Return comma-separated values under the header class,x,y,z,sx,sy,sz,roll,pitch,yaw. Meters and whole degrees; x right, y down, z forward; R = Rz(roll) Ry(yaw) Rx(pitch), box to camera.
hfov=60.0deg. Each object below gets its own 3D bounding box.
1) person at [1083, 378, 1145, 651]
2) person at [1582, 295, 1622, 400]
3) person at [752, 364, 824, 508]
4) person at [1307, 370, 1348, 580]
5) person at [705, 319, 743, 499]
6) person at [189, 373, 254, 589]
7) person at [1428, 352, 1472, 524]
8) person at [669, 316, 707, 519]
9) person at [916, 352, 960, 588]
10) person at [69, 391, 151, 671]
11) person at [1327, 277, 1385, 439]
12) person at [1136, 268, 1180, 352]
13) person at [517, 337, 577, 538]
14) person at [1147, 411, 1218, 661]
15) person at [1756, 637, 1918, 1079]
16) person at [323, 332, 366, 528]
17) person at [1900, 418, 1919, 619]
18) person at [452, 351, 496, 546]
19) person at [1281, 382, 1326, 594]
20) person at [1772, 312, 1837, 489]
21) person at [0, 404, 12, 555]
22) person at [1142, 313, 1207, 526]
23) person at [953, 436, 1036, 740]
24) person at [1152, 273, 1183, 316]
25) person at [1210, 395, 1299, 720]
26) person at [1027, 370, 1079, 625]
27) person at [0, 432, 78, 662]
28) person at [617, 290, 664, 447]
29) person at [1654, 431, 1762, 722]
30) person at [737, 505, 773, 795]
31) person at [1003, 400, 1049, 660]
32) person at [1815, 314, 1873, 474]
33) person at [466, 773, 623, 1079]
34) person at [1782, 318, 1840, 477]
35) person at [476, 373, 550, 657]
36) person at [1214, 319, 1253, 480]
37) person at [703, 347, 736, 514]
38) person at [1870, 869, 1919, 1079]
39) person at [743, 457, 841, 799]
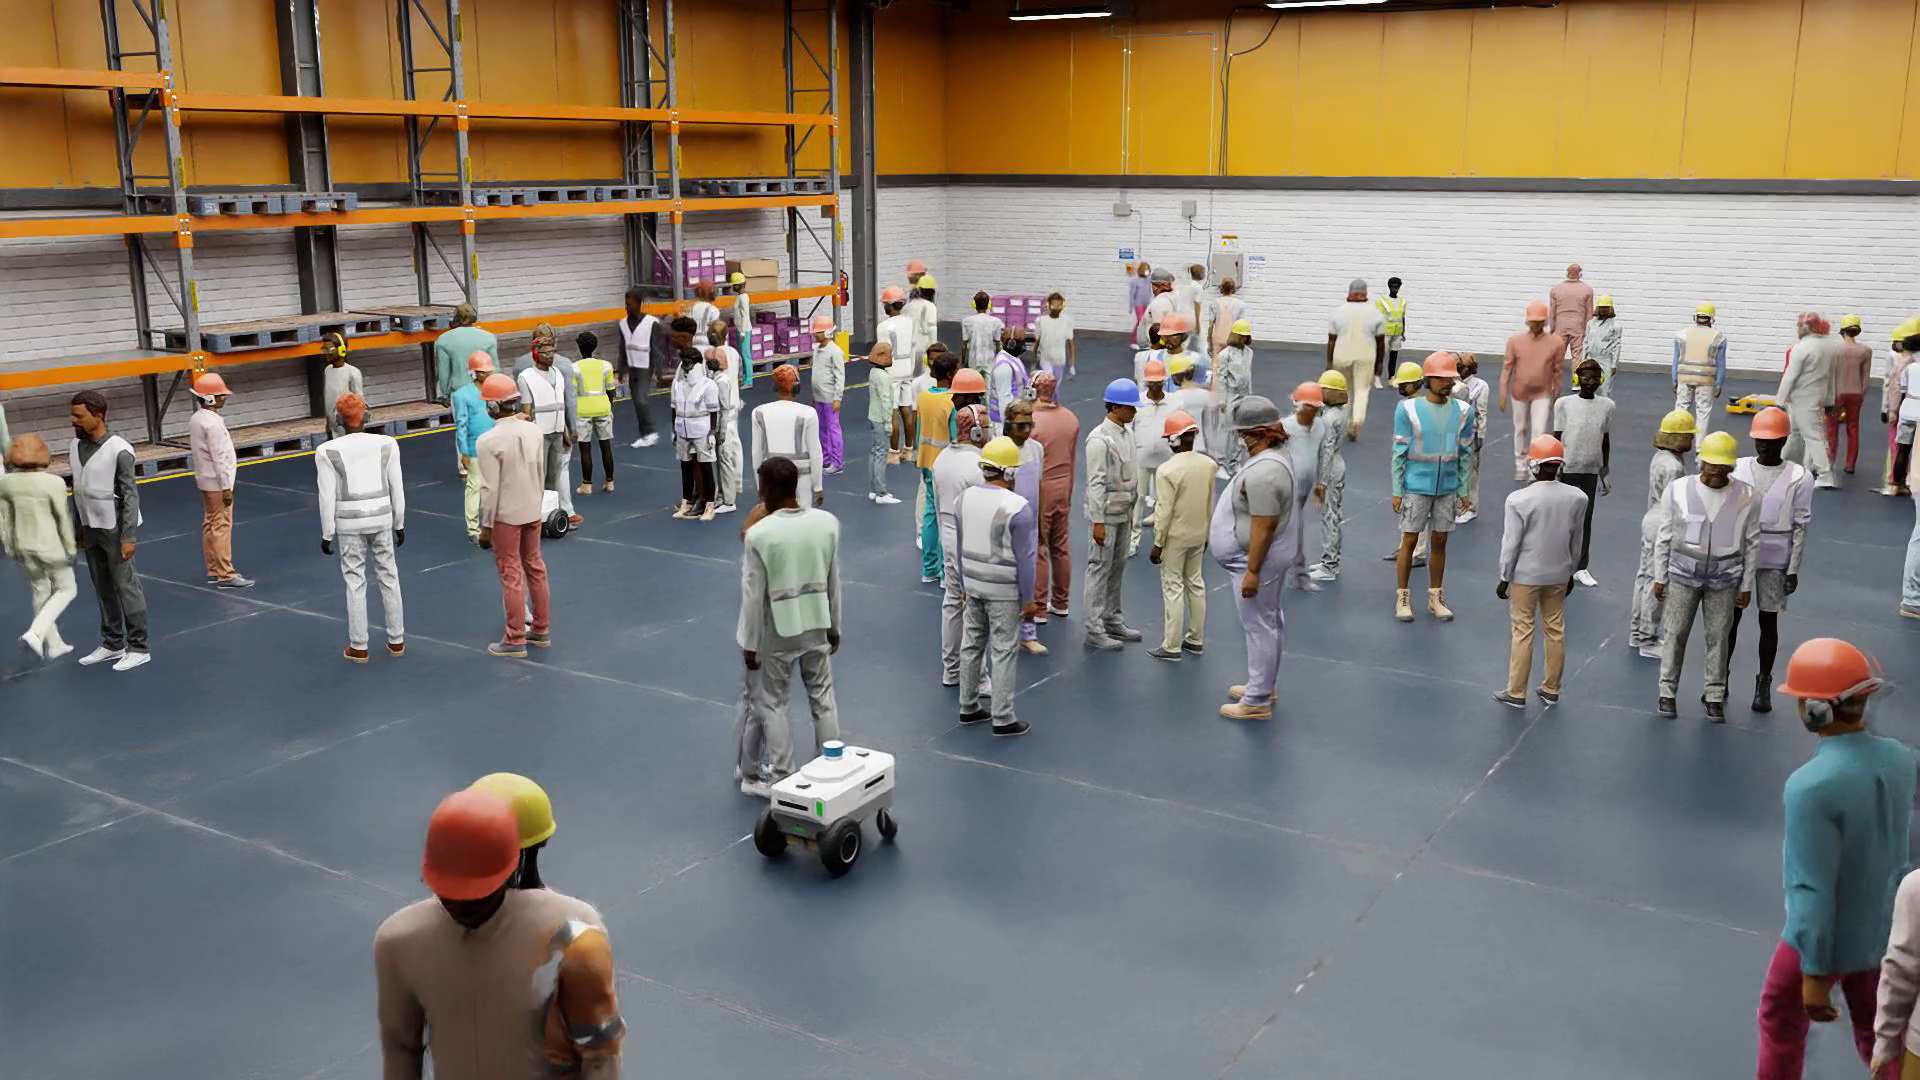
class,x,y,z,sx,sy,sz,roll,pitch,yaw
person,1.095,-0.186,11.844,0.416,1.939,0.605,8,15,30
person,8.152,-2.249,21.207,0.284,1.746,0.492,-11,17,-41
person,-1.337,-0.432,13.024,0.572,1.883,0.355,4,14,17
person,3.043,-0.539,13.792,0.289,1.746,0.487,5,14,22
person,-2.434,-1.334,17.019,0.347,1.846,0.505,6,14,24
person,-6.029,-0.482,13.526,0.329,1.751,0.569,-10,17,-38
person,4.692,-0.977,15.926,0.310,1.638,0.523,-4,14,-18
person,-2.607,-1.189,16.126,0.369,1.965,0.609,-3,13,-11
person,-0.136,-0.567,13.535,0.382,1.916,0.596,-9,16,-35
person,-5.834,-0.071,11.385,0.591,1.919,0.392,7,15,26
person,4.906,-2.270,20.653,0.692,2.000,0.791,4,14,17
person,2.584,-2.562,21.919,0.536,2.000,0.676,6,14,24
person,-3.841,-0.961,15.401,0.389,1.846,0.566,6,14,24
person,1.528,-0.032,11.590,0.573,1.741,0.338,-11,17,-40
person,2.948,1.302,5.401,0.640,1.944,0.963,-6,14,-25
person,-5.766,-1.011,15.562,0.520,1.874,0.332,8,15,33
person,7.414,-0.395,12.622,0.382,1.995,0.612,8,15,32
person,-4.301,-0.838,15.065,0.327,1.753,0.562,8,15,32
person,2.706,-0.469,13.610,0.563,1.703,0.882,-8,15,-31
person,8.969,-1.494,17.706,0.658,1.854,0.993,-9,16,-35
person,-8.549,-0.649,14.498,0.513,1.641,0.309,-10,16,-36
person,1.991,-1.109,15.614,0.614,2.041,0.393,7,15,29
person,0.220,0.282,10.081,0.414,1.824,0.593,-12,17,-41
person,3.375,-3.525,27.016,0.530,1.612,0.674,-1,13,-5
person,1.823,0.098,10.383,0.537,2.000,0.674,5,14,20
person,0.601,-0.319,12.481,0.399,1.909,0.642,12,18,42
person,-6.340,0.070,11.422,0.508,1.618,0.549,2,13,7
person,-3.868,-2.045,19.979,0.632,1.898,0.500,8,15,32
person,4.616,0.223,10.316,0.593,1.824,0.403,5,14,20
person,-1.087,0.595,9.164,0.342,1.622,0.521,-2,13,-10
person,0.385,-0.068,11.562,0.515,1.835,0.359,-9,16,-35
person,9.754,-1.608,18.383,0.531,1.767,0.328,0,13,0
person,-1.139,1.528,4.426,0.589,1.928,0.386,11,17,39
person,9.302,-1.555,18.213,0.574,1.740,0.348,11,17,39
person,-3.145,-0.173,11.652,0.385,1.996,0.611,7,15,27
person,3.014,-1.533,18.110,0.492,1.740,0.324,-10,16,-36
person,-2.364,-1.080,16.374,0.307,1.636,0.525,-4,13,-15
person,2.928,1.523,4.805,0.533,1.767,0.326,9,16,35
person,-0.885,0.495,8.980,0.600,1.903,0.400,-10,17,-38
